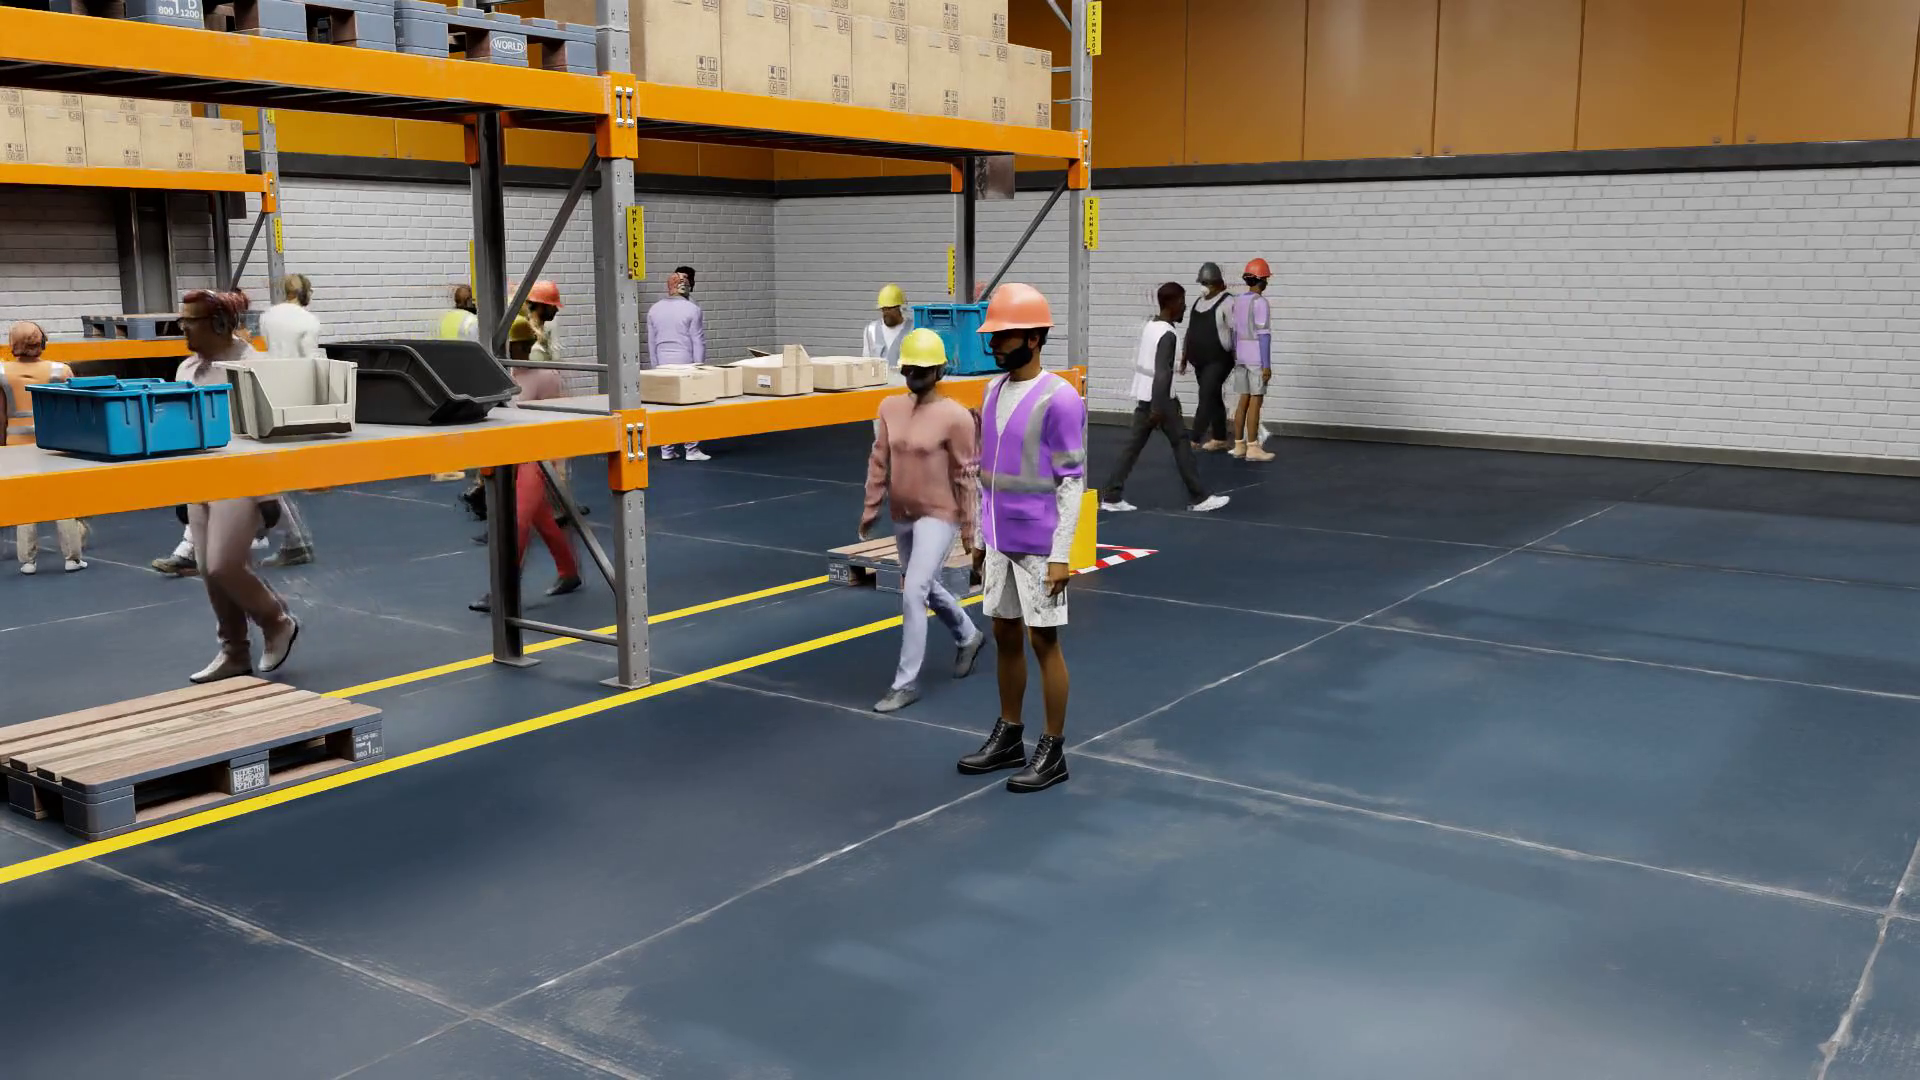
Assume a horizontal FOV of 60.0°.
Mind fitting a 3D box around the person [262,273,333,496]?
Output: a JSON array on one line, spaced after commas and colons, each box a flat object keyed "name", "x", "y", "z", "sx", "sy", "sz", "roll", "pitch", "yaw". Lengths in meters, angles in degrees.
[{"name": "person", "x": -5.715, "y": -1.310, "z": 14.195, "sx": 0.644, "sy": 1.922, "sz": 0.616, "roll": 5, "pitch": 11, "yaw": 26}]

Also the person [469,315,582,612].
[{"name": "person", "x": -2.570, "y": -0.465, "z": 9.774, "sx": 0.545, "sy": 1.714, "sz": 0.928, "roll": 6, "pitch": 11, "yaw": 34}]

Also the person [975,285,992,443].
[{"name": "person", "x": 0.140, "y": -1.107, "z": 13.306, "sx": 0.658, "sy": 1.814, "sz": 1.055, "roll": 0, "pitch": 10, "yaw": 1}]

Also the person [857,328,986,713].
[{"name": "person", "x": -0.120, "y": -0.123, "z": 7.695, "sx": 0.527, "sy": 1.729, "sz": 0.846, "roll": 8, "pitch": 12, "yaw": 39}]

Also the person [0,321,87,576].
[{"name": "person", "x": -5.936, "y": -0.586, "z": 10.723, "sx": 0.513, "sy": 1.641, "sz": 0.307, "roll": -4, "pitch": 10, "yaw": -22}]

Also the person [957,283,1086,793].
[{"name": "person", "x": 0.226, "y": -0.007, "z": 6.386, "sx": 0.356, "sy": 1.937, "sz": 0.552, "roll": -7, "pitch": 12, "yaw": -37}]

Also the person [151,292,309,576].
[{"name": "person", "x": -4.724, "y": -0.679, "z": 10.749, "sx": 0.620, "sy": 1.821, "sz": 0.998, "roll": 9, "pitch": 13, "yaw": 42}]

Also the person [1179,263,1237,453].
[{"name": "person", "x": 2.548, "y": -1.934, "z": 17.557, "sx": 0.965, "sy": 2.000, "sz": 0.713, "roll": -5, "pitch": 11, "yaw": -29}]

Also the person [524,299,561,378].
[{"name": "person", "x": -4.670, "y": -1.935, "z": 18.368, "sx": 0.527, "sy": 1.772, "sz": 0.305, "roll": -2, "pitch": 10, "yaw": -13}]

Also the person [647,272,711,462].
[{"name": "person", "x": -2.833, "y": -1.742, "z": 16.824, "sx": 0.642, "sy": 1.905, "sz": 0.399, "roll": 5, "pitch": 11, "yaw": 26}]

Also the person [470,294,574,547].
[{"name": "person", "x": -3.156, "y": -0.880, "z": 12.039, "sx": 0.909, "sy": 1.794, "sz": 0.594, "roll": -8, "pitch": 12, "yaw": -39}]

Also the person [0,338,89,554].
[{"name": "person", "x": -6.377, "y": -0.675, "z": 11.216, "sx": 0.534, "sy": 1.653, "sz": 0.865, "roll": 6, "pitch": 11, "yaw": 33}]

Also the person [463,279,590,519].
[{"name": "person", "x": -3.425, "y": -1.084, "z": 12.973, "sx": 0.929, "sy": 1.891, "sz": 0.608, "roll": -4, "pitch": 10, "yaw": -21}]

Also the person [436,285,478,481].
[{"name": "person", "x": -4.502, "y": -1.459, "z": 15.477, "sx": 0.648, "sy": 1.786, "sz": 0.959, "roll": 7, "pitch": 12, "yaw": 38}]

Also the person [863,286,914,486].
[{"name": "person", "x": -0.544, "y": -1.320, "z": 14.620, "sx": 0.609, "sy": 1.809, "sz": 0.677, "roll": 3, "pitch": 10, "yaw": 17}]

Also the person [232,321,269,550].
[{"name": "person", "x": -5.043, "y": -0.742, "z": 11.666, "sx": 0.289, "sy": 1.633, "sz": 0.501, "roll": -4, "pitch": 10, "yaw": -23}]

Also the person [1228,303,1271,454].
[{"name": "person", "x": 2.997, "y": -1.692, "z": 17.348, "sx": 0.393, "sy": 1.615, "sz": 0.545, "roll": 4, "pitch": 10, "yaw": 24}]

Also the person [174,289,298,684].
[{"name": "person", "x": -3.531, "y": -0.245, "z": 7.945, "sx": 0.665, "sy": 1.888, "sz": 0.433, "roll": 6, "pitch": 11, "yaw": 32}]

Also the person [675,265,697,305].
[{"name": "person", "x": -3.404, "y": -2.398, "z": 20.538, "sx": 0.362, "sy": 1.963, "sz": 0.614, "roll": -9, "pitch": 13, "yaw": -42}]

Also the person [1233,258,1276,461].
[{"name": "person", "x": 2.997, "y": -1.824, "z": 16.883, "sx": 0.362, "sy": 2.046, "sz": 0.614, "roll": -3, "pitch": 10, "yaw": -17}]

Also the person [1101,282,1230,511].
[{"name": "person", "x": 1.626, "y": -1.135, "z": 13.377, "sx": 1.054, "sy": 1.853, "sz": 0.590, "roll": -2, "pitch": 10, "yaw": -12}]
